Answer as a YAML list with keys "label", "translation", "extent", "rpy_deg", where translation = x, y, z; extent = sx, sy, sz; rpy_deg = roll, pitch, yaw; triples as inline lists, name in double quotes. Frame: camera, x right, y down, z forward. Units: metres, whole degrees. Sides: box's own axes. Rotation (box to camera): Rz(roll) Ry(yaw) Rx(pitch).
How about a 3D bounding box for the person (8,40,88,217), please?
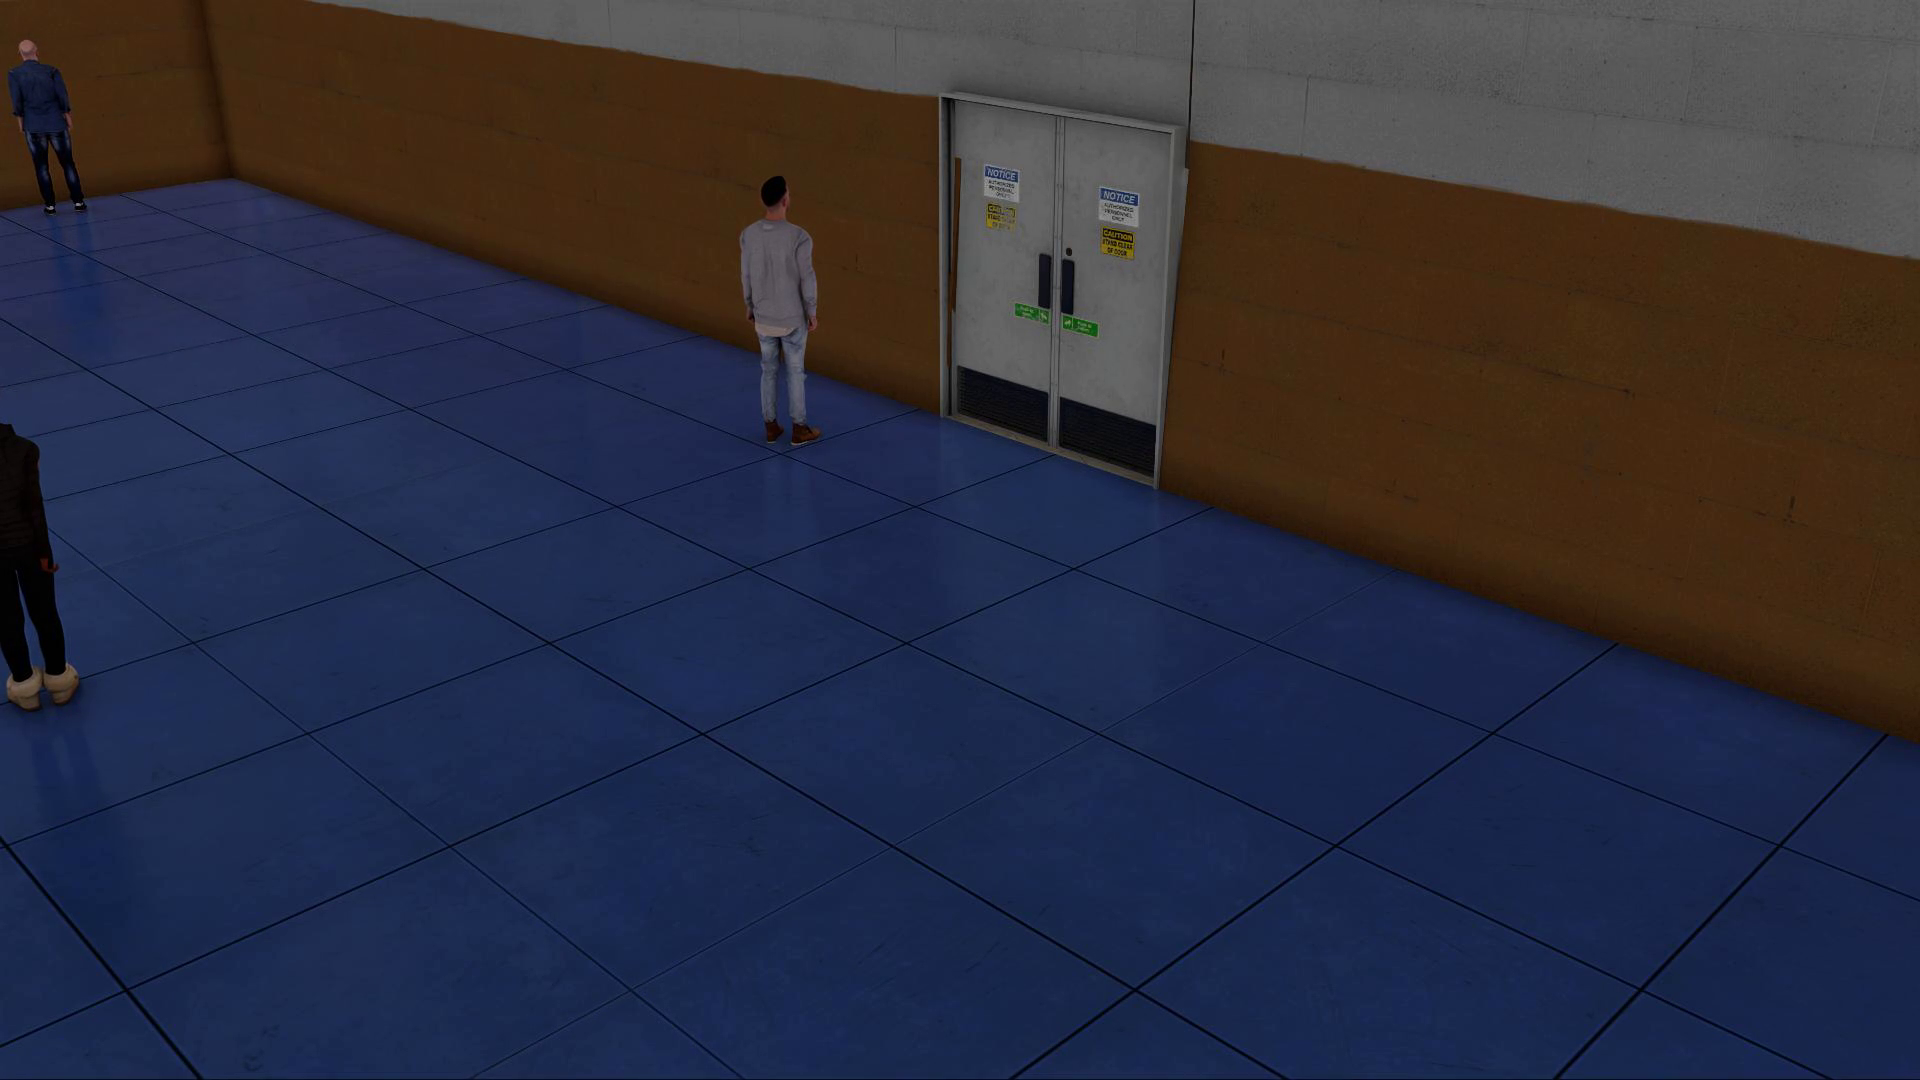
- label: "person"
  translation: [-9.827, -4.429, 17.873]
  extent: [0.628, 1.824, 0.838]
  rpy_deg: [-13, 27, -27]

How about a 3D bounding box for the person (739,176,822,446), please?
- label: "person"
  translation: [-1.217, -1.549, 11.274]
  extent: [0.760, 1.839, 0.725]
  rpy_deg: [8, 25, 17]

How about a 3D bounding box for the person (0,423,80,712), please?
- label: "person"
  translation: [-4.474, 0.051, 7.840]
  extent: [0.666, 1.660, 0.594]
  rpy_deg: [9, 25, 19]
